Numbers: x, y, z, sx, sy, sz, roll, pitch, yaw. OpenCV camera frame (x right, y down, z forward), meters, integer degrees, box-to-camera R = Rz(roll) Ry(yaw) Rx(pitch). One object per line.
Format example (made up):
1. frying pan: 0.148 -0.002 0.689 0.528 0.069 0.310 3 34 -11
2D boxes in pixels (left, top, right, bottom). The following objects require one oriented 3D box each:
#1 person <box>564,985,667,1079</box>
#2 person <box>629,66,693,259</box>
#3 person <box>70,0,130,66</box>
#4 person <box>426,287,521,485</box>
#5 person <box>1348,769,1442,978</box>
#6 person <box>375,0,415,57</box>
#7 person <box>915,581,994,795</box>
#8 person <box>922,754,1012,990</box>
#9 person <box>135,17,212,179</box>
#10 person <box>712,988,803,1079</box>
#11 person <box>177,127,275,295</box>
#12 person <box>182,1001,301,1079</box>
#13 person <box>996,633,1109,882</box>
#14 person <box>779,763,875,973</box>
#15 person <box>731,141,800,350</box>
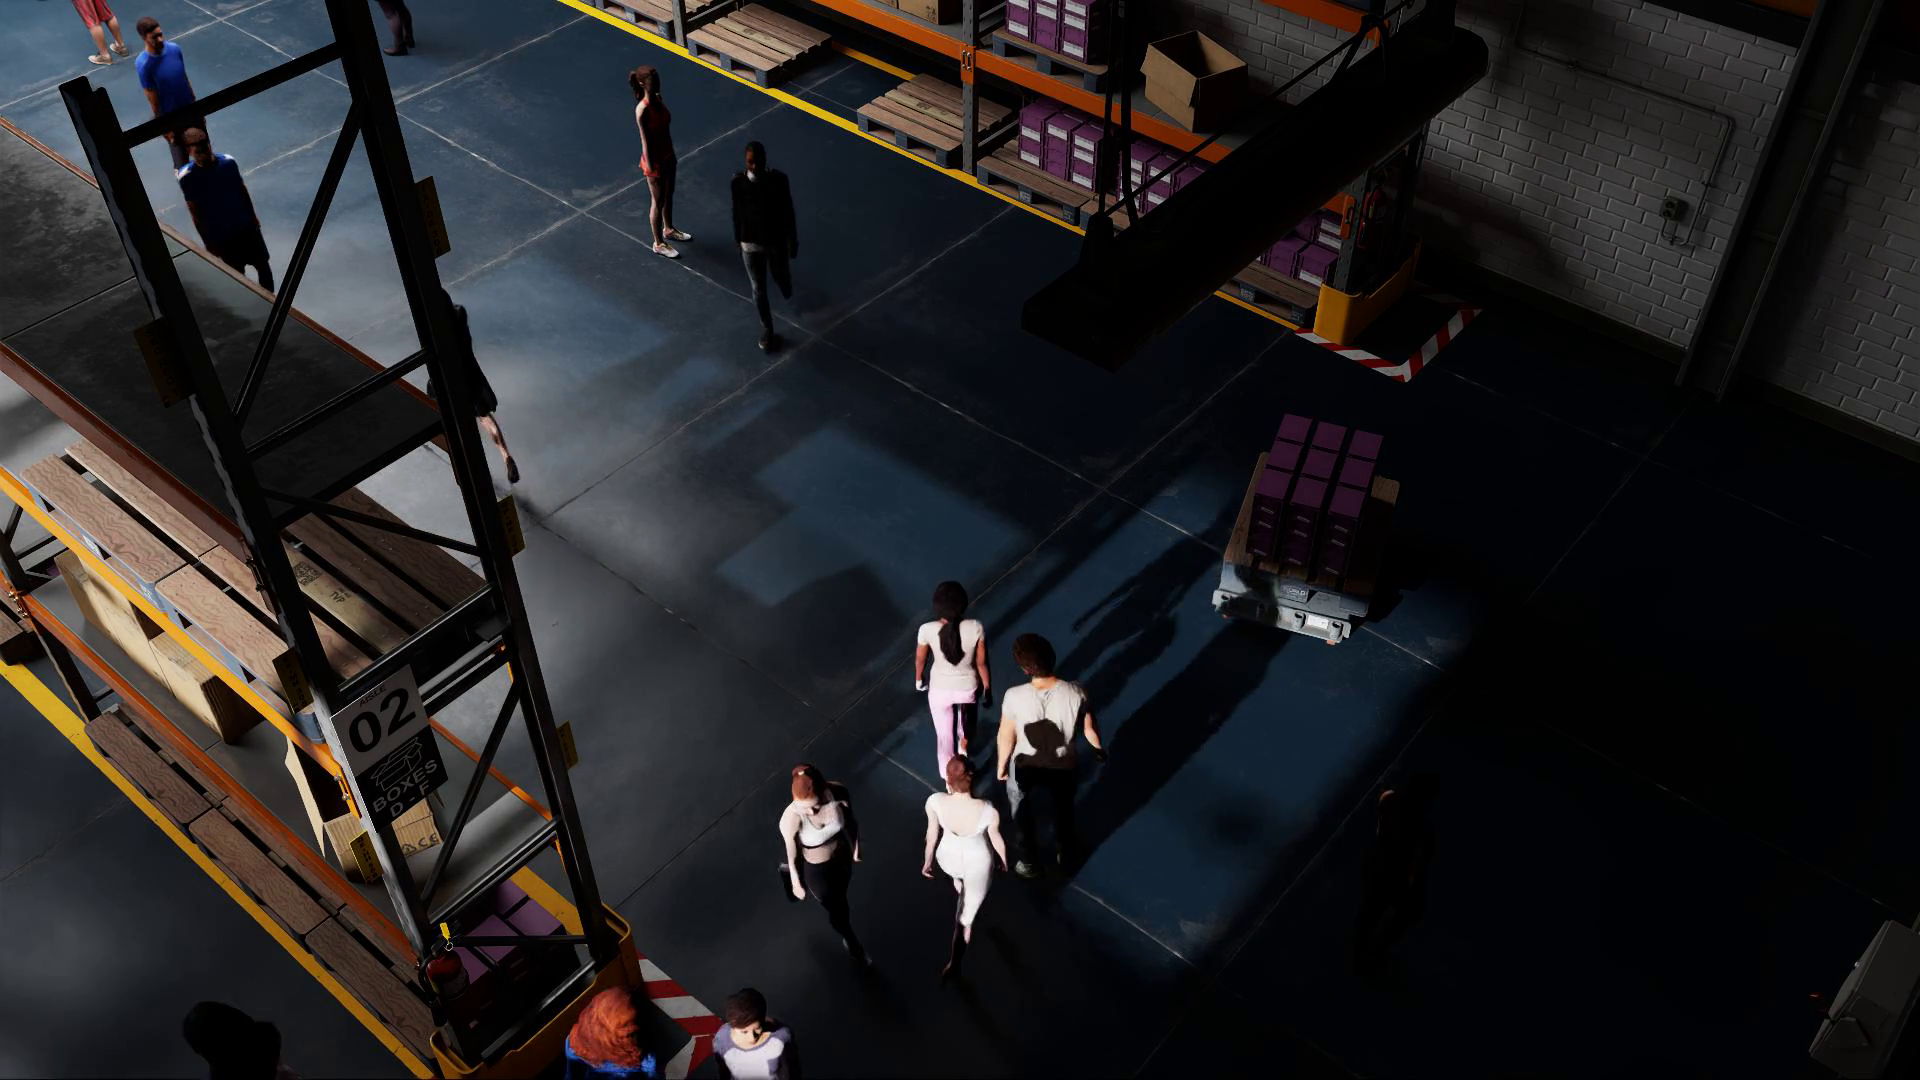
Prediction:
1. person: -1.648 2.798 7.997 0.780 1.792 0.869 4 44 4
2. person: -2.611 -3.308 14.435 0.663 1.752 0.647 11 45 11
3. person: -8.980 -5.696 17.017 0.587 1.649 0.634 20 47 20
4. person: -3.611 -1.136 12.183 1.123 1.715 0.616 33 53 30
5. person: 2.296 1.862 9.060 0.721 1.680 0.640 -24 49 -23
6. person: -5.927 -5.820 17.129 0.793 1.674 0.776 11 45 11
7. person: -0.024 0.972 9.966 0.899 1.721 0.956 -3 44 -3
8. person: -0.016 1.862 8.997 0.921 1.768 0.862 13 45 14
9. person: -6.984 -3.796 14.864 0.618 1.867 0.658 20 47 20
10. person: -0.996 2.659 8.330 0.920 1.533 1.077 -12 45 -12
11. person: -6.021 -2.602 13.624 0.731 1.850 0.789 -32 52 -29
12. person: -3.289 2.807 8.077 0.961 1.669 0.645 25 49 24
13. person: 0.474 1.310 9.503 0.959 1.869 1.026 4 44 4
14. person: -0.800 1.733 9.166 0.722 1.722 1.012 -33 52 -29
15. person: -1.583 -2.489 13.542 1.077 1.799 1.112 0 44 0
